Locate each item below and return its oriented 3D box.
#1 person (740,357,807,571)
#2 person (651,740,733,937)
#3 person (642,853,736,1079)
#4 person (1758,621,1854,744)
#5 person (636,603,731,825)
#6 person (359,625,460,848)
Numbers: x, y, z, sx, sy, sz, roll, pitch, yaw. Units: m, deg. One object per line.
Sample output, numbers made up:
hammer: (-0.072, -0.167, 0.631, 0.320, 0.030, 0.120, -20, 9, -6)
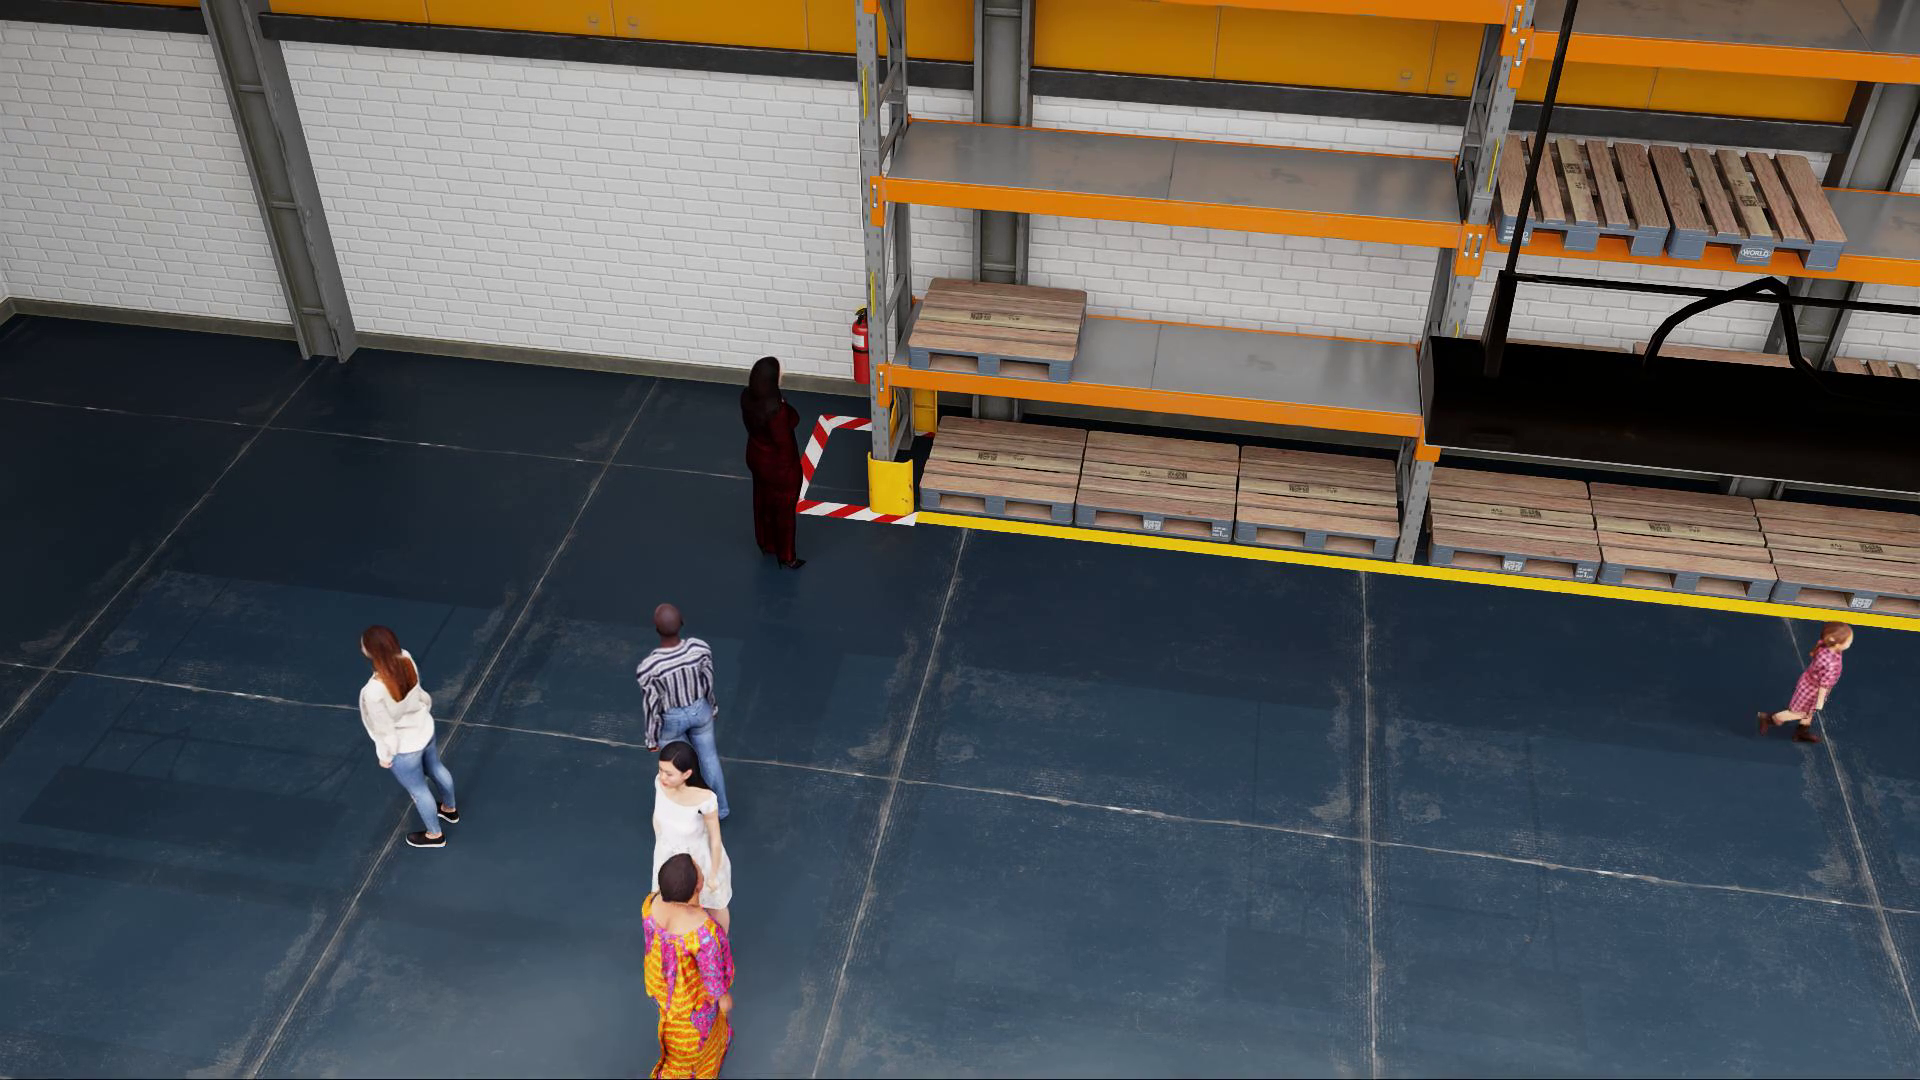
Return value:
person: (-1.354, -0.551, 11.964, 0.819, 1.753, 0.746, -27, 46, -29)
person: (-1.466, 1.747, 9.070, 0.695, 1.774, 0.801, 20, 43, 24)
person: (-1.423, 2.287, 8.506, 0.991, 1.635, 0.969, -28, 46, -30)
person: (5.460, 0.929, 10.702, 0.667, 1.015, 0.465, 10, 40, 12)
person: (-1.643, 1.087, 9.880, 0.709, 1.794, 0.761, -25, 45, -28)
person: (-3.276, 1.162, 9.869, 0.586, 1.692, 0.637, 11, 40, 14)
